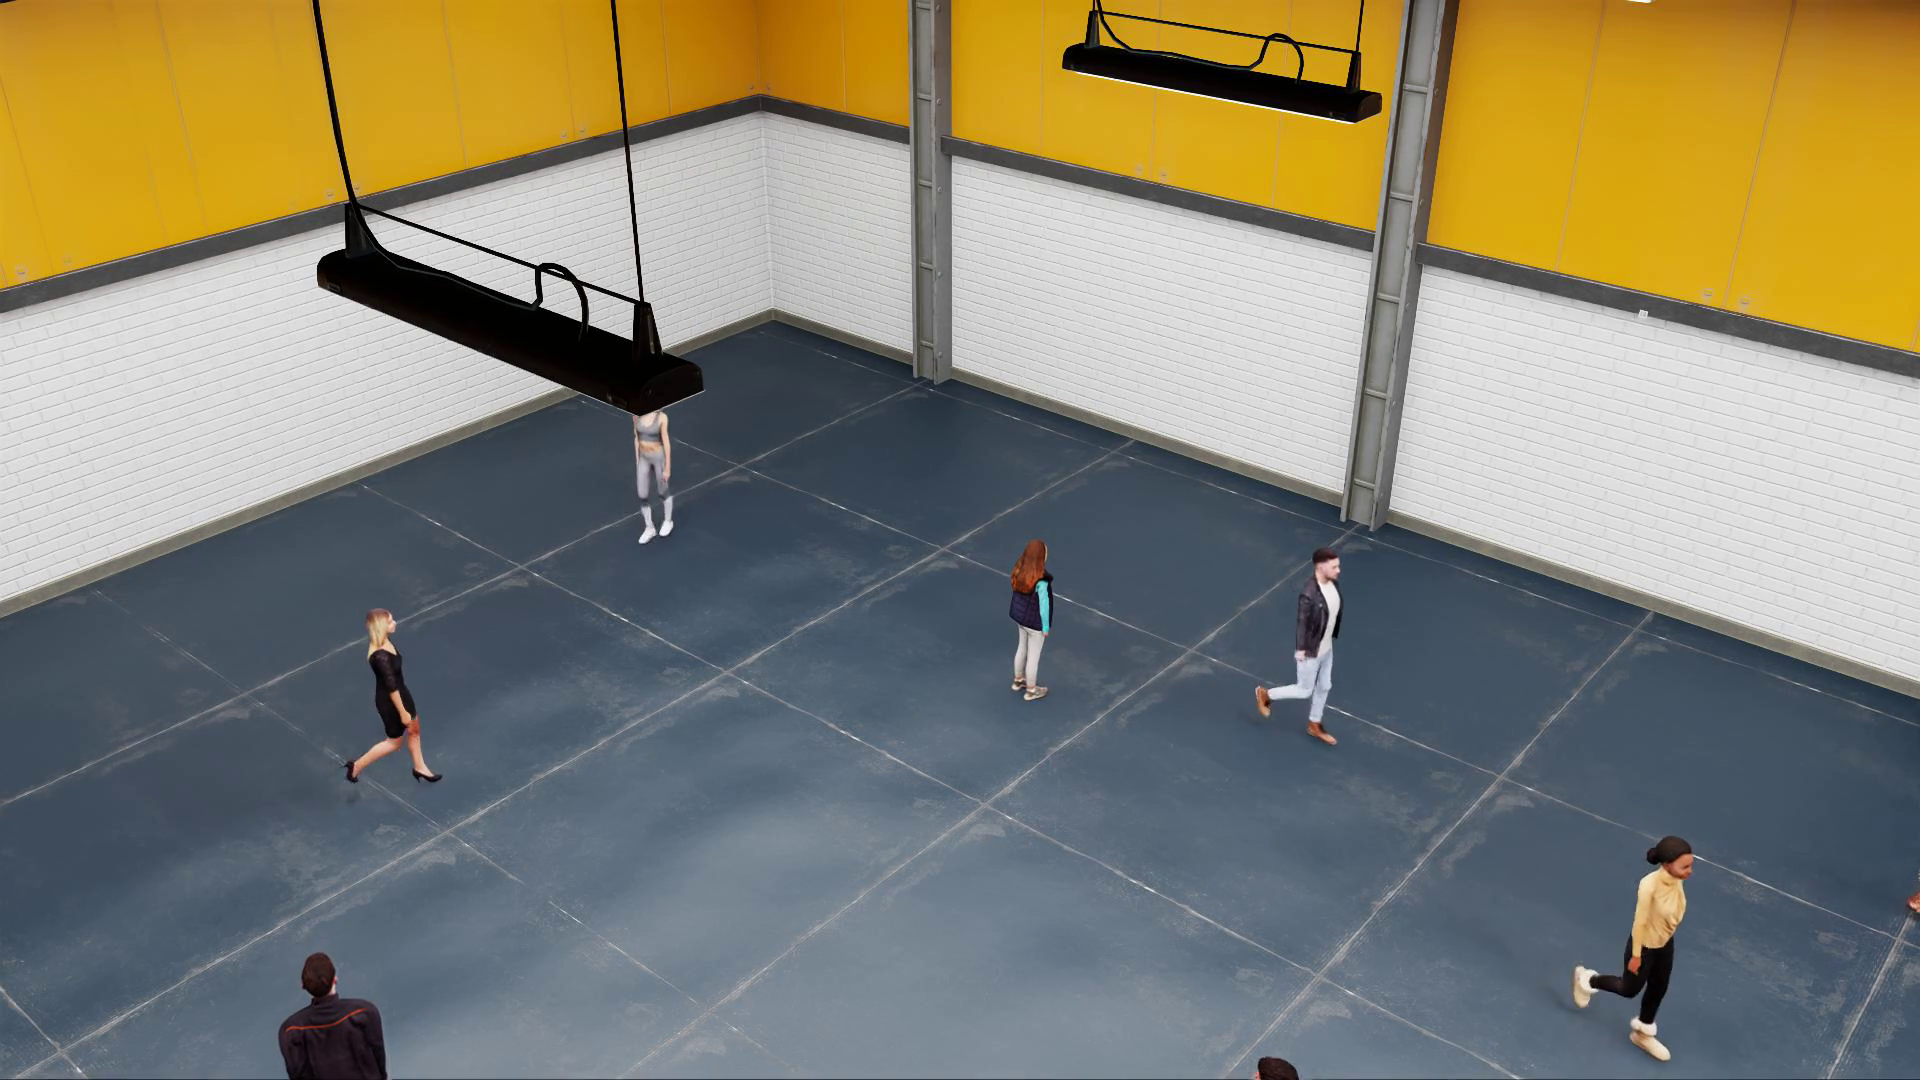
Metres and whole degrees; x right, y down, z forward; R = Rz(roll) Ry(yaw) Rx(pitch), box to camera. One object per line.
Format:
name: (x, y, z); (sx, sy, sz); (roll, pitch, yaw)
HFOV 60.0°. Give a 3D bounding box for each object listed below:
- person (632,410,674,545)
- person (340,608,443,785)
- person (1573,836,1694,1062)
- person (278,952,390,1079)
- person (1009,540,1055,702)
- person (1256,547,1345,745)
person: (-3.067, -0.820, 16.890); (0.794, 1.685, 0.809); (8, 30, 14)
person: (-4.531, 1.297, 13.040); (0.968, 1.655, 0.967); (-6, 29, -11)
person: (4.379, 2.569, 10.724); (0.805, 1.639, 1.036); (-16, 32, -27)
person: (-3.481, 3.118, 9.433); (0.776, 1.912, 0.763); (-11, 31, -20)
person: (0.608, 0.675, 14.345); (0.696, 1.498, 0.598); (-16, 33, -27)
person: (2.847, 0.847, 13.696); (0.938, 1.817, 0.655); (21, 35, 33)
